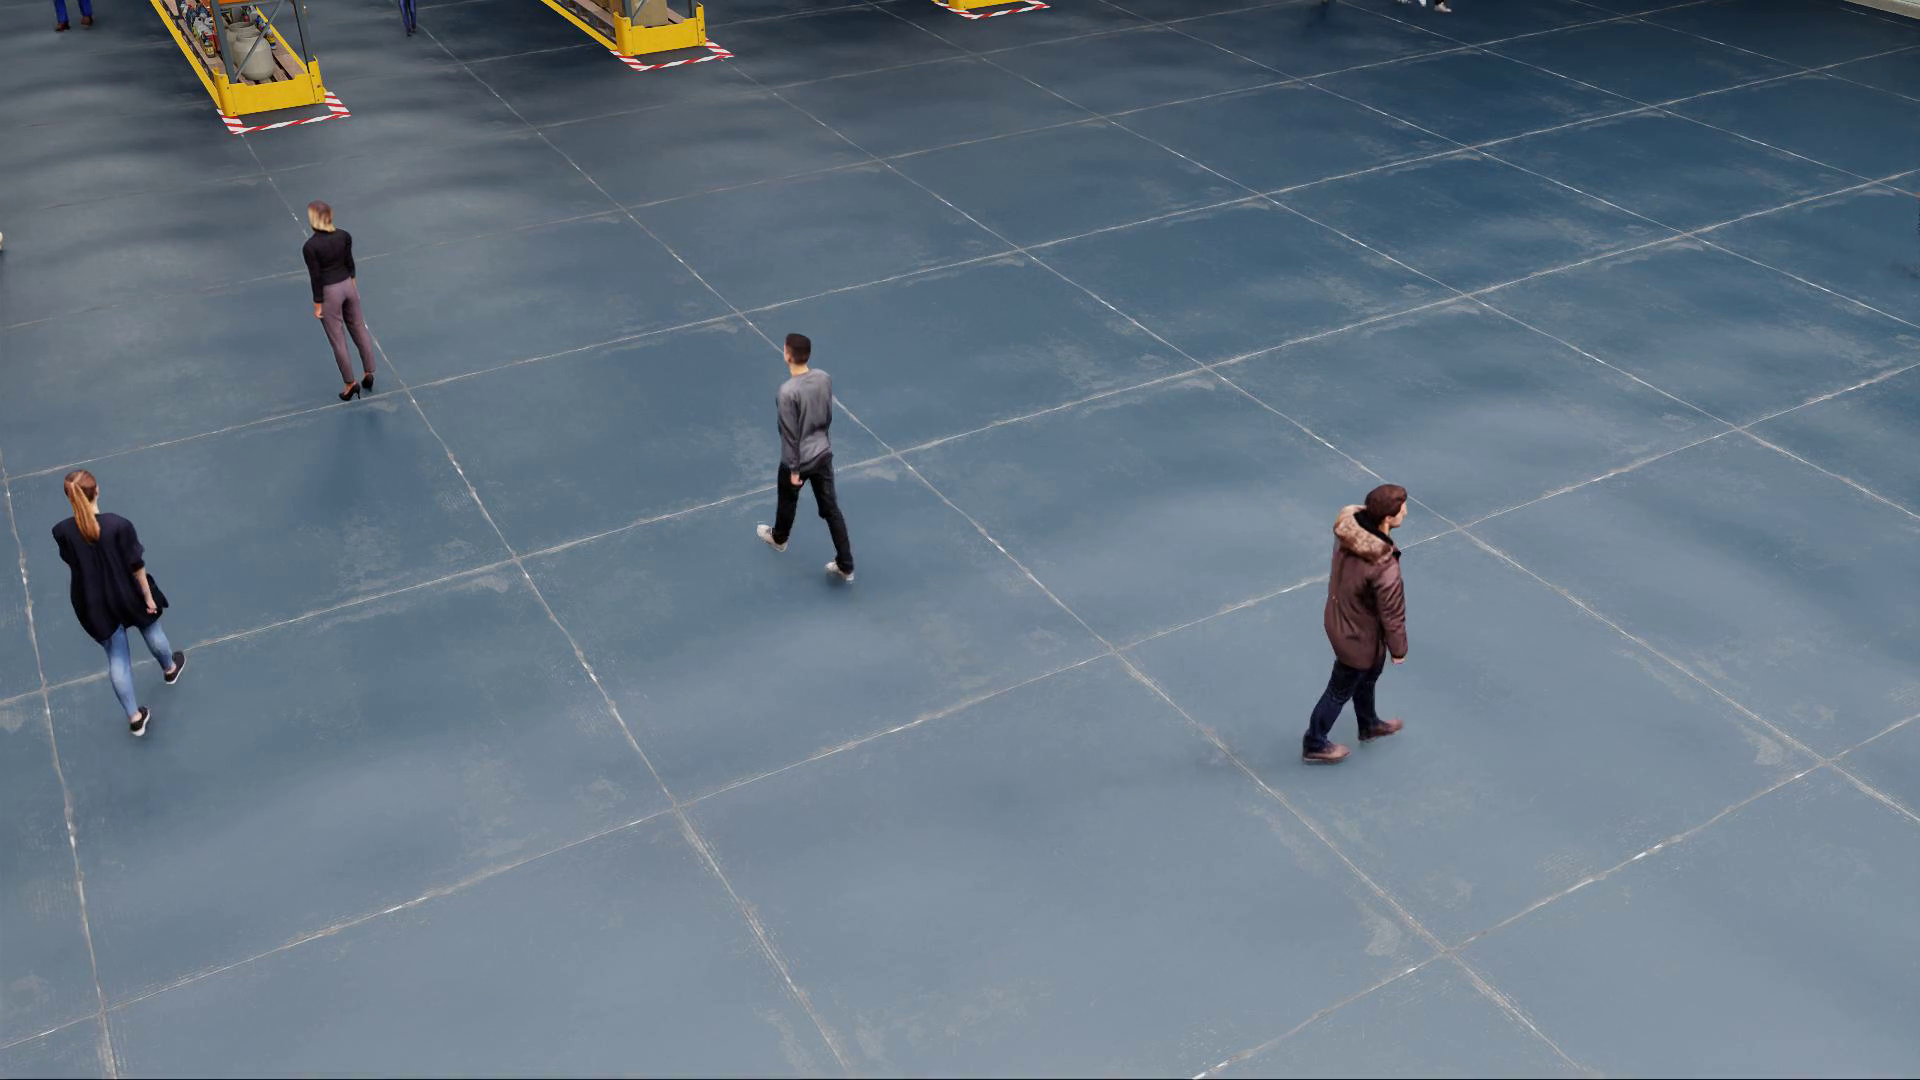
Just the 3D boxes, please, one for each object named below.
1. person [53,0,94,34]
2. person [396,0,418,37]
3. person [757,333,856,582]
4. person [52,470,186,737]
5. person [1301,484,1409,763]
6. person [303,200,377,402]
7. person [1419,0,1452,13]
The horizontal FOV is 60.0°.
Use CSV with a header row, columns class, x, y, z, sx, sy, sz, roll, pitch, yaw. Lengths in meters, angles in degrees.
class,x,y,z,sx,sy,sz,roll,pitch,yaw
person,-12.149,-7.886,22.603,0.981,1.828,1.156,-2,32,-3
person,-7.521,-7.435,22.584,0.581,1.085,0.814,-8,33,-12
person,-0.950,-0.498,11.001,0.832,1.712,1.205,-27,41,-36
person,-4.912,0.401,9.630,0.816,1.654,1.039,-6,33,-9
person,2.146,0.502,9.312,1.020,1.823,0.987,-5,33,-8
person,-4.959,-1.912,13.279,0.684,1.672,0.675,17,36,25
person,6.780,-8.346,23.407,0.719,1.748,0.816,-24,39,-33
